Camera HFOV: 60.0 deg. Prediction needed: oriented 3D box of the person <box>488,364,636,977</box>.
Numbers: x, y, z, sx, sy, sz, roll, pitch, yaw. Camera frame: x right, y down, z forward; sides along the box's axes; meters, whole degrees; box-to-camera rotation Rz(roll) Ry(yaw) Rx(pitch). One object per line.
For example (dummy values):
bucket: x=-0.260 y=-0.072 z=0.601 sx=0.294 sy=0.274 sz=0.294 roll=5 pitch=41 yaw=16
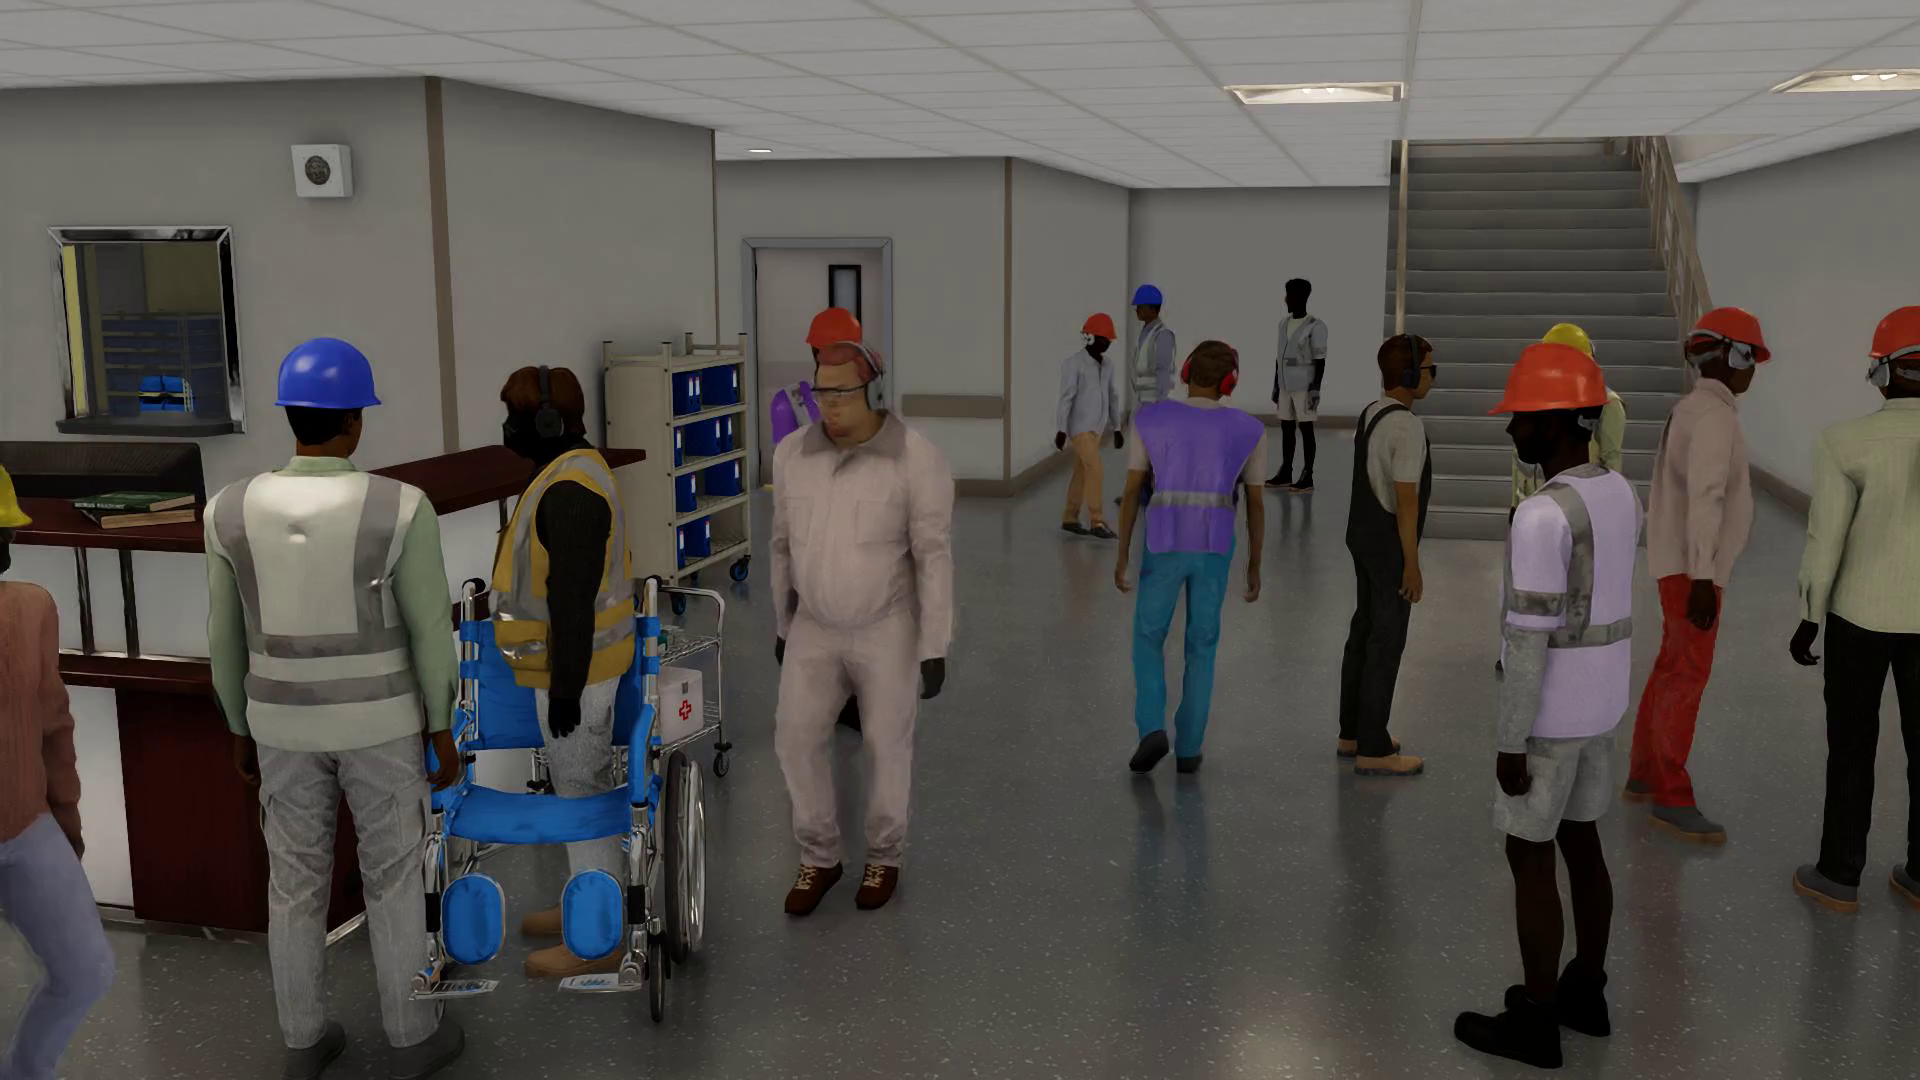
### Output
person: x=-1.204 y=0.386 z=5.063 sx=0.429 sy=1.835 sz=0.628 roll=-3 pitch=10 yaw=-16

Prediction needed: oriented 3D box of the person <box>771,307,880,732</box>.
person: x=-0.567 y=-0.069 z=7.436 sx=0.543 sy=1.932 sz=0.370 roll=-7 pitch=12 yaw=-34

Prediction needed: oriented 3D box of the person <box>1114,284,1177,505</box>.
person: x=1.732 y=-1.251 z=14.418 sx=0.728 sy=1.921 sz=0.611 roll=-4 pitch=10 yaw=-20

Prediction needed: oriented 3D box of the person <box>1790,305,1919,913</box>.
person: x=3.052 y=0.235 z=5.461 sx=0.621 sy=1.992 sz=0.397 roll=1 pitch=10 yaw=3

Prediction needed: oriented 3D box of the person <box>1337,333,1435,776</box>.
person: x=1.795 y=0.061 z=6.955 sx=0.342 sy=1.838 sz=0.507 roll=-1 pitch=10 yaw=-6

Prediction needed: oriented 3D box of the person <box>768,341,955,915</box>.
person: x=-0.344 y=0.303 z=5.372 sx=0.667 sy=1.879 sz=0.606 roll=3 pitch=10 yaw=17

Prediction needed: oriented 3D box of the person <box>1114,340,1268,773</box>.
person: x=0.964 y=0.083 z=6.919 sx=0.626 sy=1.805 sz=0.613 roll=1 pitch=10 yaw=3

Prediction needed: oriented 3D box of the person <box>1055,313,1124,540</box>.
person: x=1.057 y=-0.858 z=12.686 sx=0.755 sy=1.714 sz=0.582 roll=8 pitch=12 yaw=39

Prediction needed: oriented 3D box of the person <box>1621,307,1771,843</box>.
person: x=2.787 y=0.123 z=6.268 sx=0.388 sy=1.954 sz=0.722 roll=3 pitch=10 yaw=17

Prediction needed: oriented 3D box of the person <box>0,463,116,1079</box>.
person: x=-2.142 y=0.669 z=3.623 sx=0.347 sy=1.758 sz=0.558 roll=4 pitch=11 yaw=24

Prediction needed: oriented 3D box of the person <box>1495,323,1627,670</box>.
person: x=3.037 y=-0.186 z=8.451 sx=0.403 sy=1.822 sz=0.586 roll=-7 pitch=12 yaw=-35

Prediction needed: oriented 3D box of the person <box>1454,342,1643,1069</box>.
person: x=1.571 y=0.441 z=4.454 sx=0.550 sy=1.928 sz=0.389 roll=-9 pitch=13 yaw=-43

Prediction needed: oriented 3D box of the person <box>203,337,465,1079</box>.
person: x=-1.586 y=0.461 z=4.269 sx=0.614 sy=1.946 sz=0.390 roll=0 pitch=10 yaw=1

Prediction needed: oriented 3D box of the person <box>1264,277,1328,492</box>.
person: x=3.110 y=-1.431 z=15.352 sx=0.369 sy=1.967 sz=0.601 roll=-6 pitch=11 yaw=-30
